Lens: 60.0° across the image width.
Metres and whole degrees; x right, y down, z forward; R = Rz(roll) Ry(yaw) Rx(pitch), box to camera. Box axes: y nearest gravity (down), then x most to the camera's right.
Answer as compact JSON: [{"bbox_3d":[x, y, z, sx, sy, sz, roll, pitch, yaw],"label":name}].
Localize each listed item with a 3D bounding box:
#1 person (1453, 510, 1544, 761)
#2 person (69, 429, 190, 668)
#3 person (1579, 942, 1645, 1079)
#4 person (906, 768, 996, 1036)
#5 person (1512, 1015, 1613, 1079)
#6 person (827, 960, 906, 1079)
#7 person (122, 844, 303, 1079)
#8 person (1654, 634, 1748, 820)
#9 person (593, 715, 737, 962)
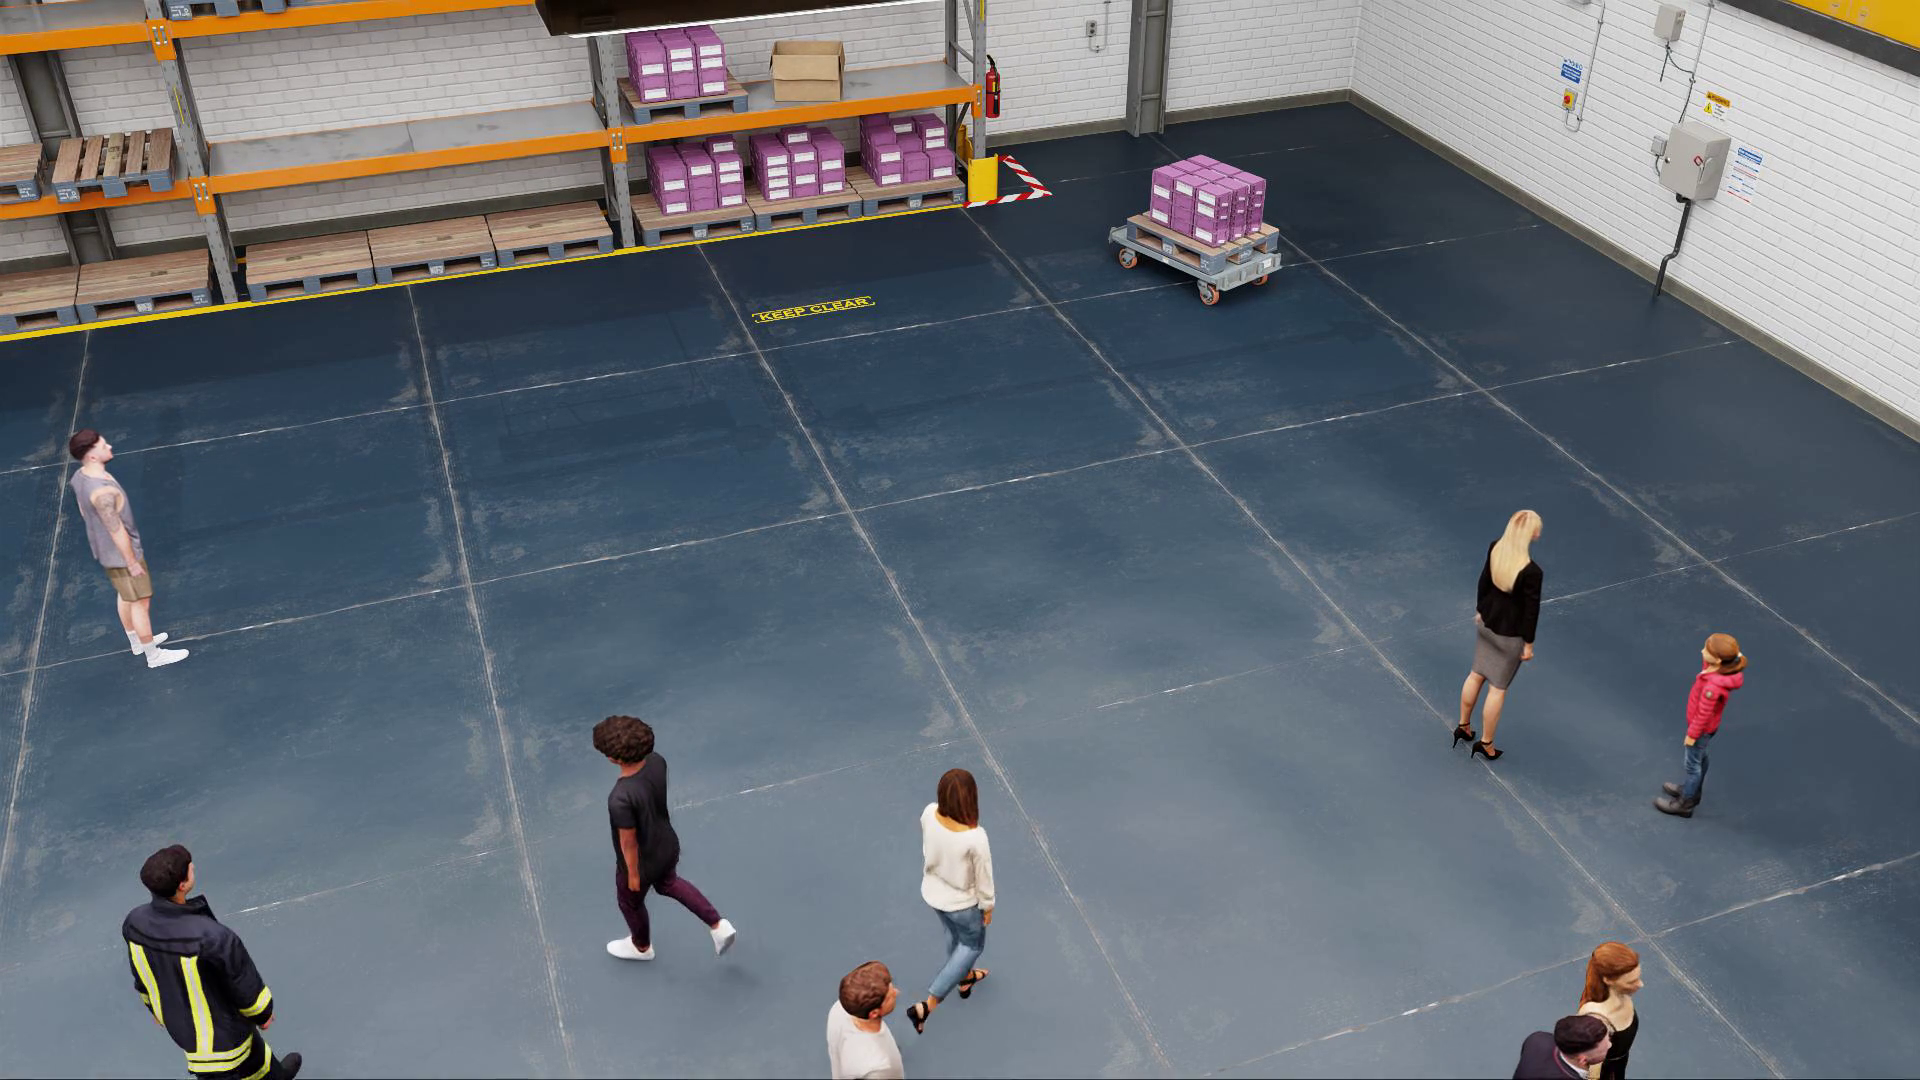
[{"bbox_3d":[3.406,0.605,10.487,0.594,1.841,0.652,-18,37,-25],"label":"person"},{"bbox_3d":[-5.747,0.055,11.377,0.710,1.844,0.711,28,43,35],"label":"person"},{"bbox_3d":[2.942,2.500,7.831,0.739,1.627,0.661,23,40,30],"label":"person"},{"bbox_3d":[-0.074,1.903,8.698,0.886,1.661,1.037,26,42,34],"label":"person"},{"bbox_3d":[2.538,2.720,7.305,0.648,1.844,0.709,-3,34,-4],"label":"person"},{"bbox_3d":[-0.407,2.594,7.440,0.586,1.904,0.656,-14,36,-19],"label":"person"},{"bbox_3d":[-3.642,2.301,7.894,1.286,1.889,1.298,12,36,18],"label":"person"},{"bbox_3d":[4.565,1.129,10.174,0.649,1.315,0.574,19,38,26],"label":"person"},{"bbox_3d":[-1.628,1.669,8.963,1.095,1.757,0.978,10,35,15],"label":"person"}]
